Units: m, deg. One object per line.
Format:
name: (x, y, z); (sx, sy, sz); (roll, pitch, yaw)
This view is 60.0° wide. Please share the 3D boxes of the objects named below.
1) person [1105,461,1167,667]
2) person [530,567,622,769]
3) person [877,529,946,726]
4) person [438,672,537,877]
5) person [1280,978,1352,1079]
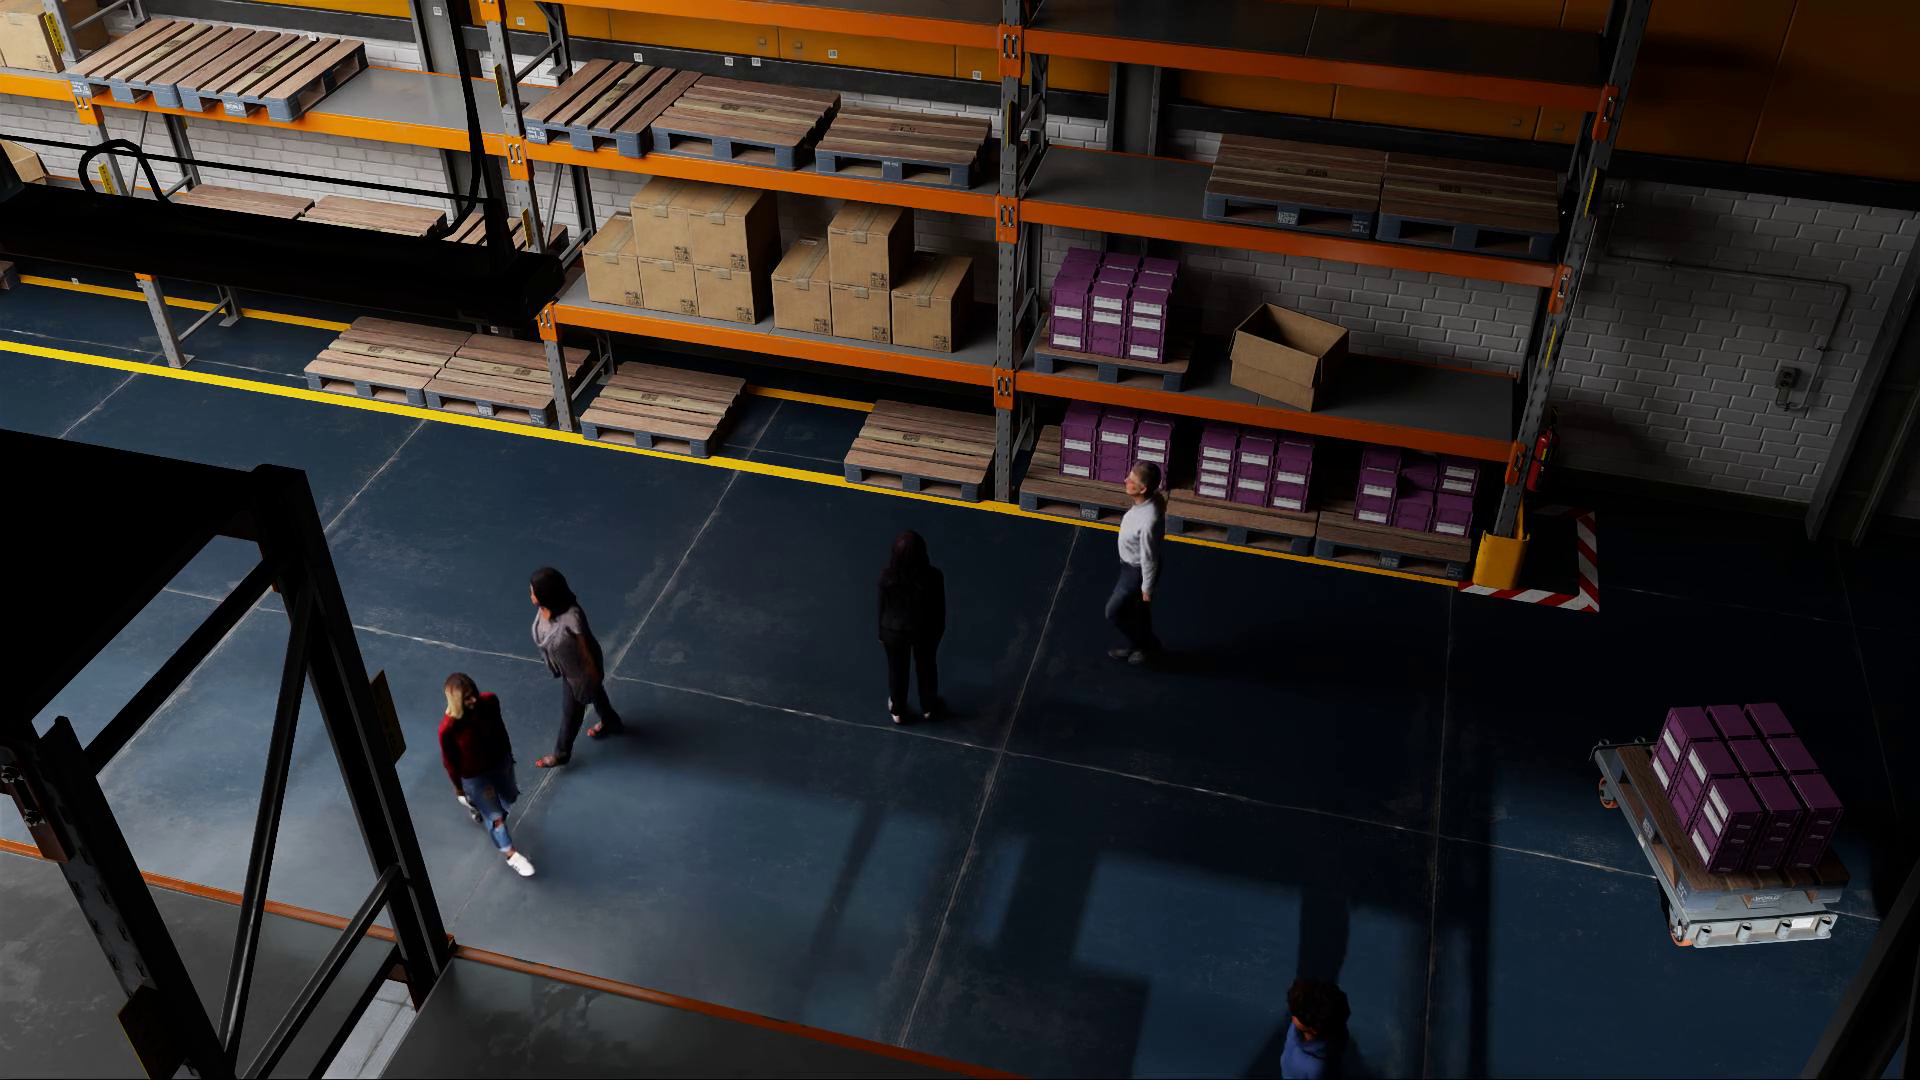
person: (1.365, 0.202, 11.900); (0.707, 1.807, 0.690); (4, 39, 5)
person: (-2.556, 0.783, 11.357); (1.022, 1.576, 0.987); (-24, 44, -27)
person: (-0.340, 0.618, 11.532); (0.700, 1.616, 0.797); (-6, 39, -8)
person: (-3.050, 1.420, 10.528); (1.025, 1.617, 0.800); (24, 45, 27)
person: (1.902, 2.896, 8.555); (1.138, 1.772, 0.796); (3, 39, 4)
